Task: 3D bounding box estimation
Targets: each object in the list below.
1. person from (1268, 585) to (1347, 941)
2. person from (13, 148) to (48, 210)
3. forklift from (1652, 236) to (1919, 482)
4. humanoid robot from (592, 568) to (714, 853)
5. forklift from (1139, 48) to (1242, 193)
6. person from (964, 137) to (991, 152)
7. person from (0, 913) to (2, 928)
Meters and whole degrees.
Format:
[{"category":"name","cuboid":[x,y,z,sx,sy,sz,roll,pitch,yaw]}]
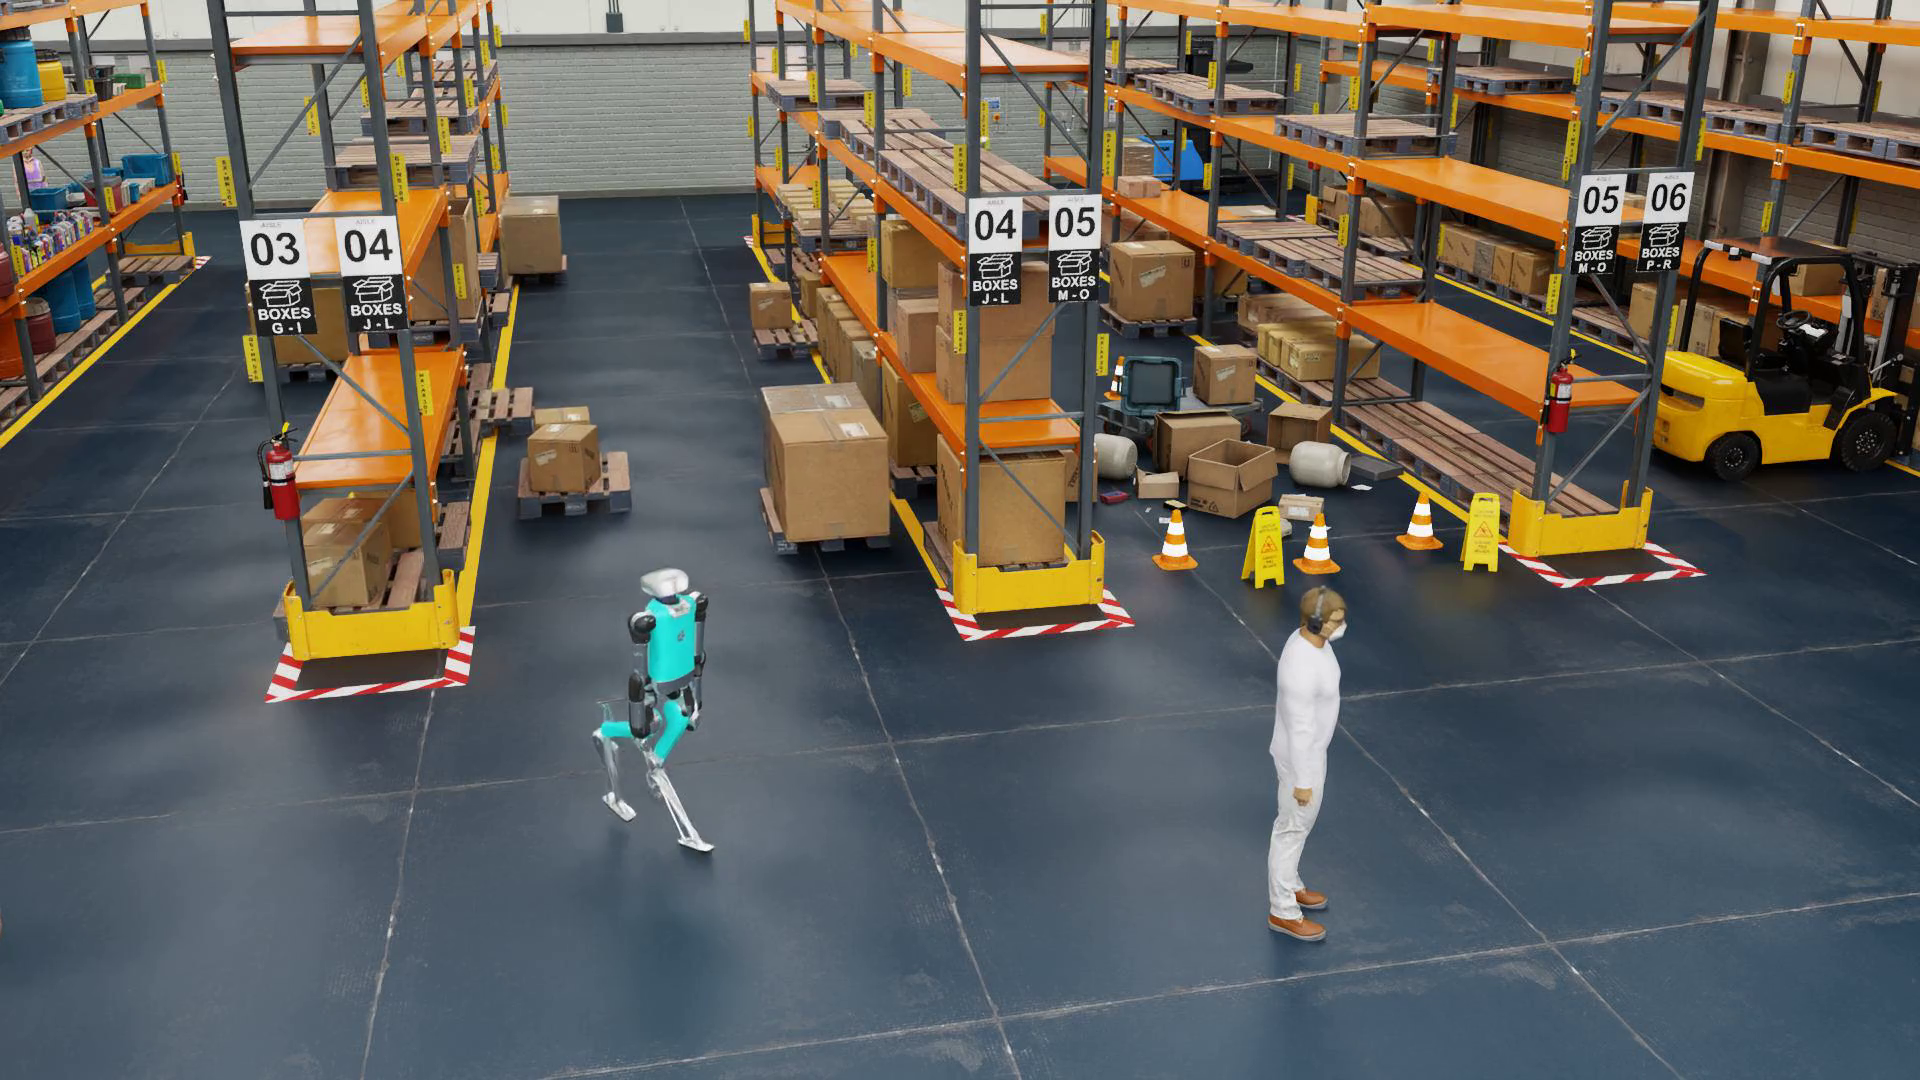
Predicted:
[{"category":"person","cuboid":[1.815,1.146,8.724,0.372,1.939,0.630,6,21,15]},{"category":"person","cuboid":[-15.314,-5.695,27.490,0.495,1.693,0.347,-17,26,-39]},{"category":"forklift","cuboid":[8.013,-1.814,16.330,2.313,2.155,1.214,-4,21,-12]},{"category":"humanoid robot","cuboid":[-1.845,0.945,9.622,1.029,1.761,0.538,15,25,35]},{"category":"forklift","cuboid":[4.566,-8.313,32.860,1.873,2.768,1.129,-4,21,-12]},{"category":"person","cuboid":[0.327,-6.950,30.863,0.529,1.697,0.321,8,22,20]},{"category":"person","cuboid":[-4.566,1.726,7.436,0.527,1.741,0.727,-17,26,-38]}]
